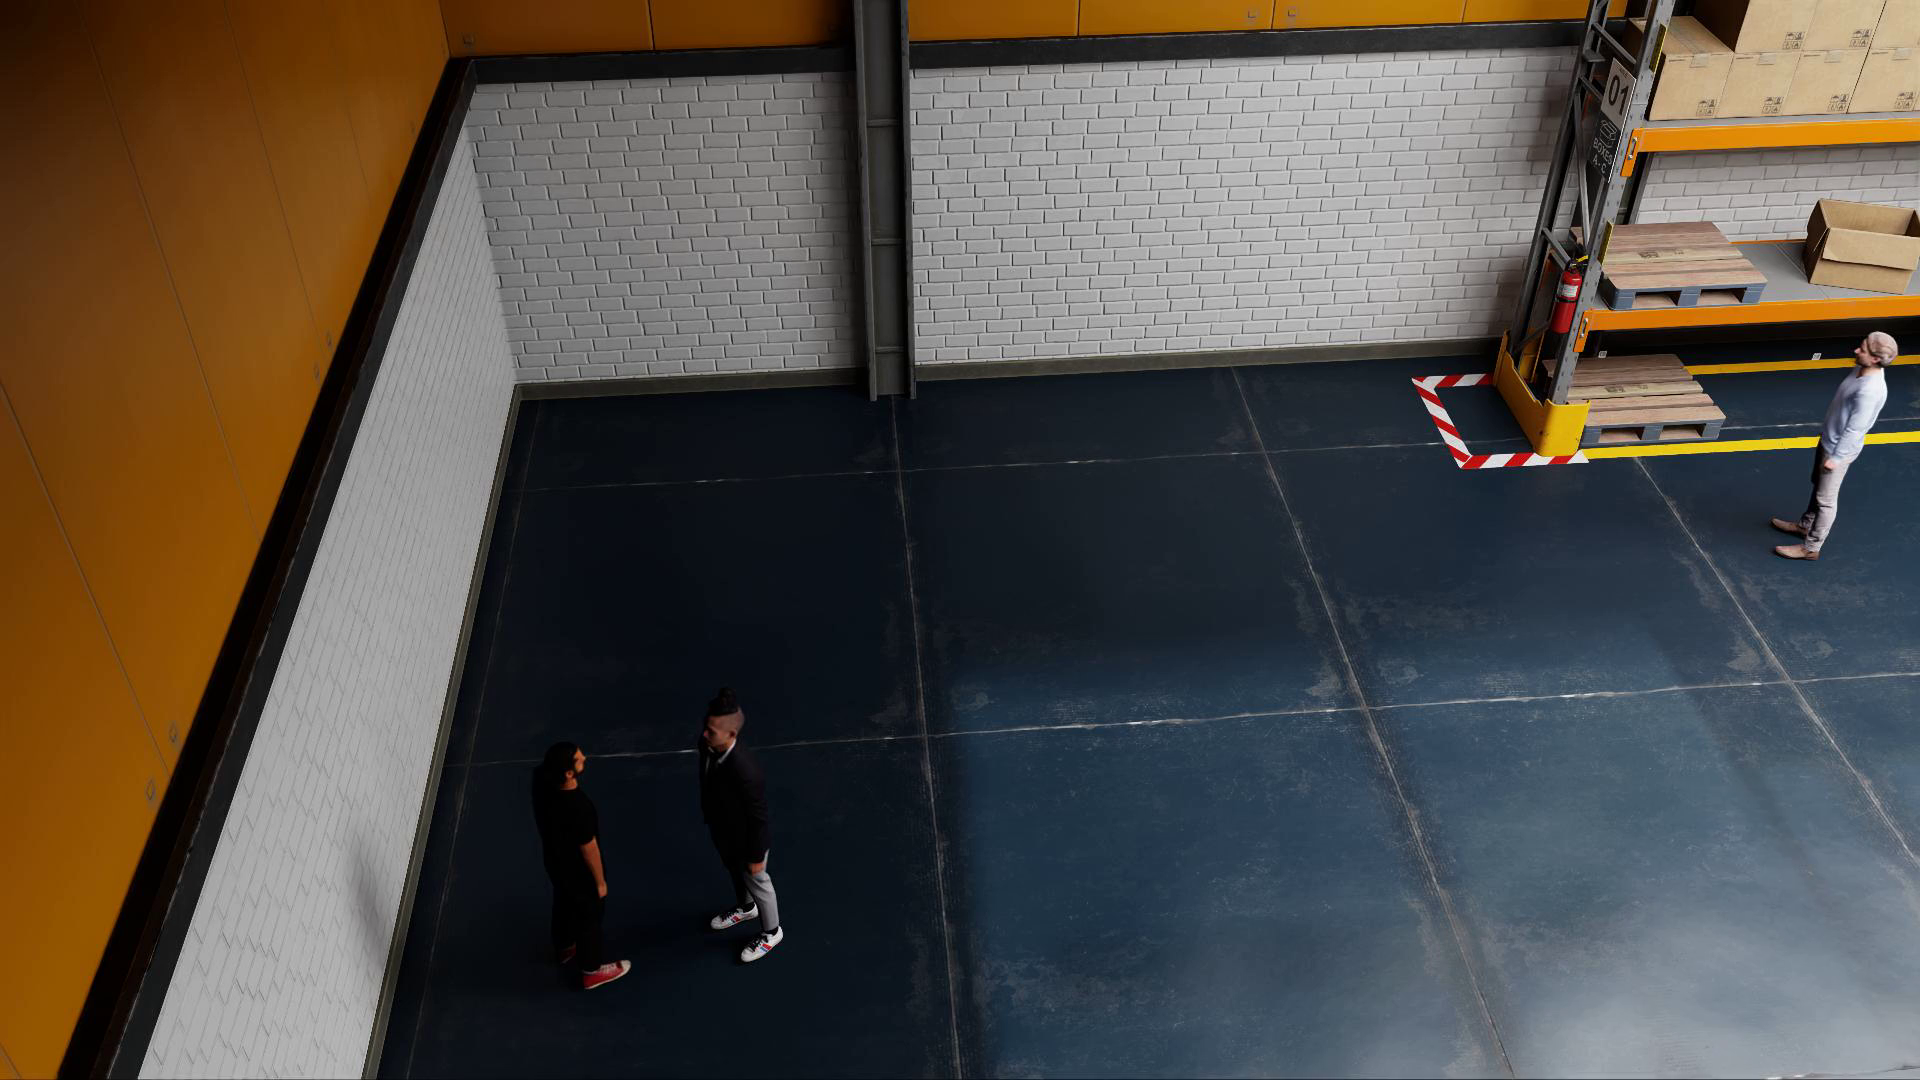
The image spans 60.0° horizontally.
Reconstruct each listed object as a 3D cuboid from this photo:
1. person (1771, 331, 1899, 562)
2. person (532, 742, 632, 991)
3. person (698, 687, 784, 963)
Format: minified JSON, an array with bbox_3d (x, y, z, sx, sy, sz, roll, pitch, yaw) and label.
[{"bbox_3d":[6.386,-0.694,12.073,0.729,1.894,0.737,13,40,15],"label":"person"},{"bbox_3d":[-2.124,1.772,9.100,0.718,1.749,0.763,32,48,33],"label":"person"},{"bbox_3d":[-1.222,1.565,9.199,0.802,1.949,0.798,-27,46,-29],"label":"person"}]
